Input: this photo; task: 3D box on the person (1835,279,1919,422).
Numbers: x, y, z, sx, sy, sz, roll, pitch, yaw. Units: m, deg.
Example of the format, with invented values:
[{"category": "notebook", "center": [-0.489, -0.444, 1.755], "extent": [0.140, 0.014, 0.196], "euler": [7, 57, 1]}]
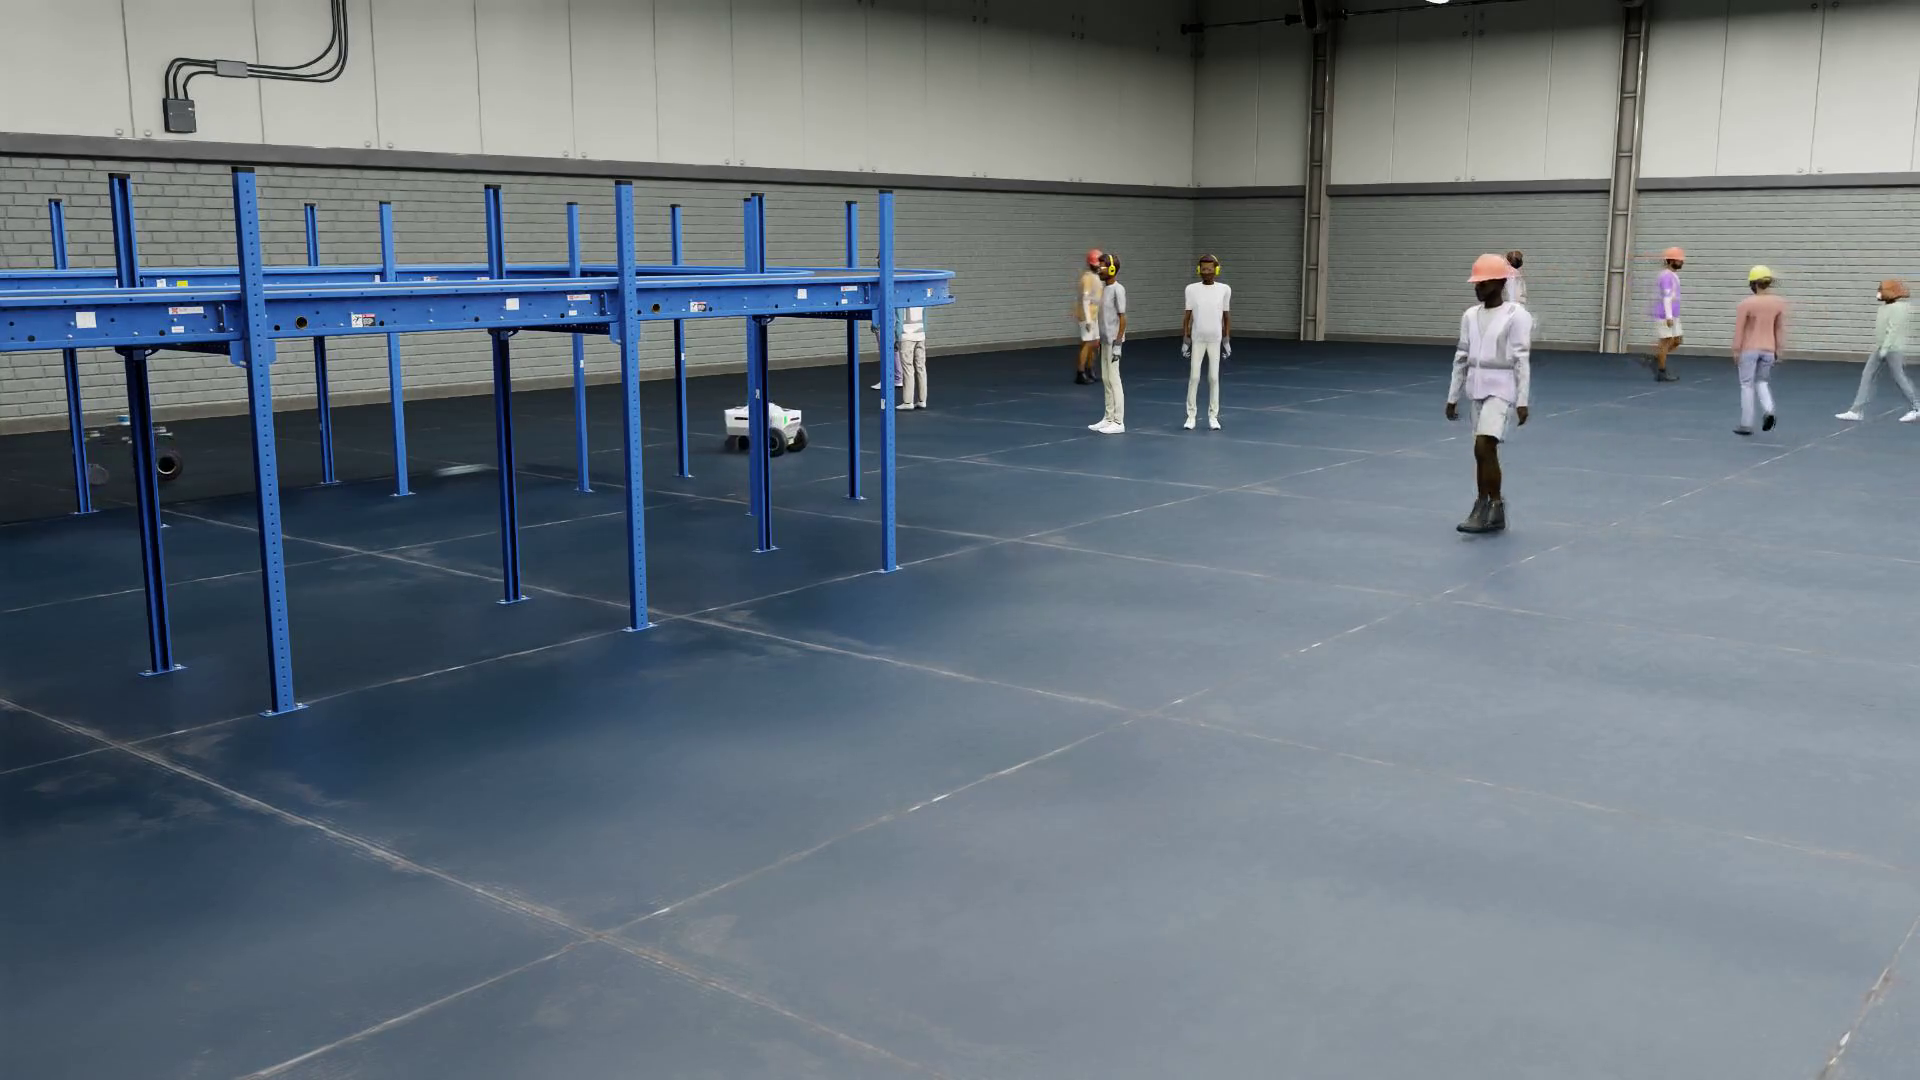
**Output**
[{"category": "person", "center": [10.396, -2.123, 18.618], "extent": [0.862, 1.589, 0.503], "euler": [0, 10, 2]}]

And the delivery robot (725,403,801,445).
[{"category": "delivery robot", "center": [-1.887, -1.142, 15.902], "extent": [0.707, 0.478, 0.477], "euler": [4, 11, 23]}]

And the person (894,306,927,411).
[{"category": "person", "center": [-0.590, -2.366, 19.831], "extent": [0.315, 1.636, 0.515], "euler": [9, 14, 42]}]

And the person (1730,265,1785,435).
[{"category": "person", "center": [8.270, -1.972, 17.288], "extent": [0.543, 1.755, 0.382], "euler": [-1, 10, -7]}]

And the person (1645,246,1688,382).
[{"category": "person", "center": [10.193, -3.246, 23.912], "extent": [0.441, 1.922, 0.553], "euler": [8, 13, 37]}]

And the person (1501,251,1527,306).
[{"category": "person", "center": [8.984, -3.775, 27.067], "extent": [0.429, 1.844, 0.623], "euler": [2, 10, 12]}]

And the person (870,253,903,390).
[{"category": "person", "center": [-1.005, -3.001, 22.597], "extent": [0.399, 1.909, 0.642], "euler": [7, 12, 33]}]

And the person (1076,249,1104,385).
[{"category": "person", "center": [1.842, -3.126, 23.325], "extent": [0.543, 1.890, 0.563], "euler": [6, 12, 31]}]

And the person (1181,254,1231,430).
[{"category": "person", "center": [2.645, -2.122, 17.843], "extent": [0.528, 1.865, 0.313], "euler": [1, 10, 6]}]

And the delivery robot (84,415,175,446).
[{"category": "delivery robot", "center": [-7.051, -0.944, 14.085], "extent": [0.698, 0.223, 0.335], "euler": [-7, 13, -35]}]

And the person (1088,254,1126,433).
[{"category": "person", "center": [1.571, -2.068, 17.532], "extent": [0.312, 1.869, 0.537], "euler": [-3, 11, -14]}]

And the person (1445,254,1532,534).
[{"category": "person", "center": [3.570, -0.993, 11.447], "extent": [0.727, 1.910, 0.569], "euler": [-6, 12, -30]}]
